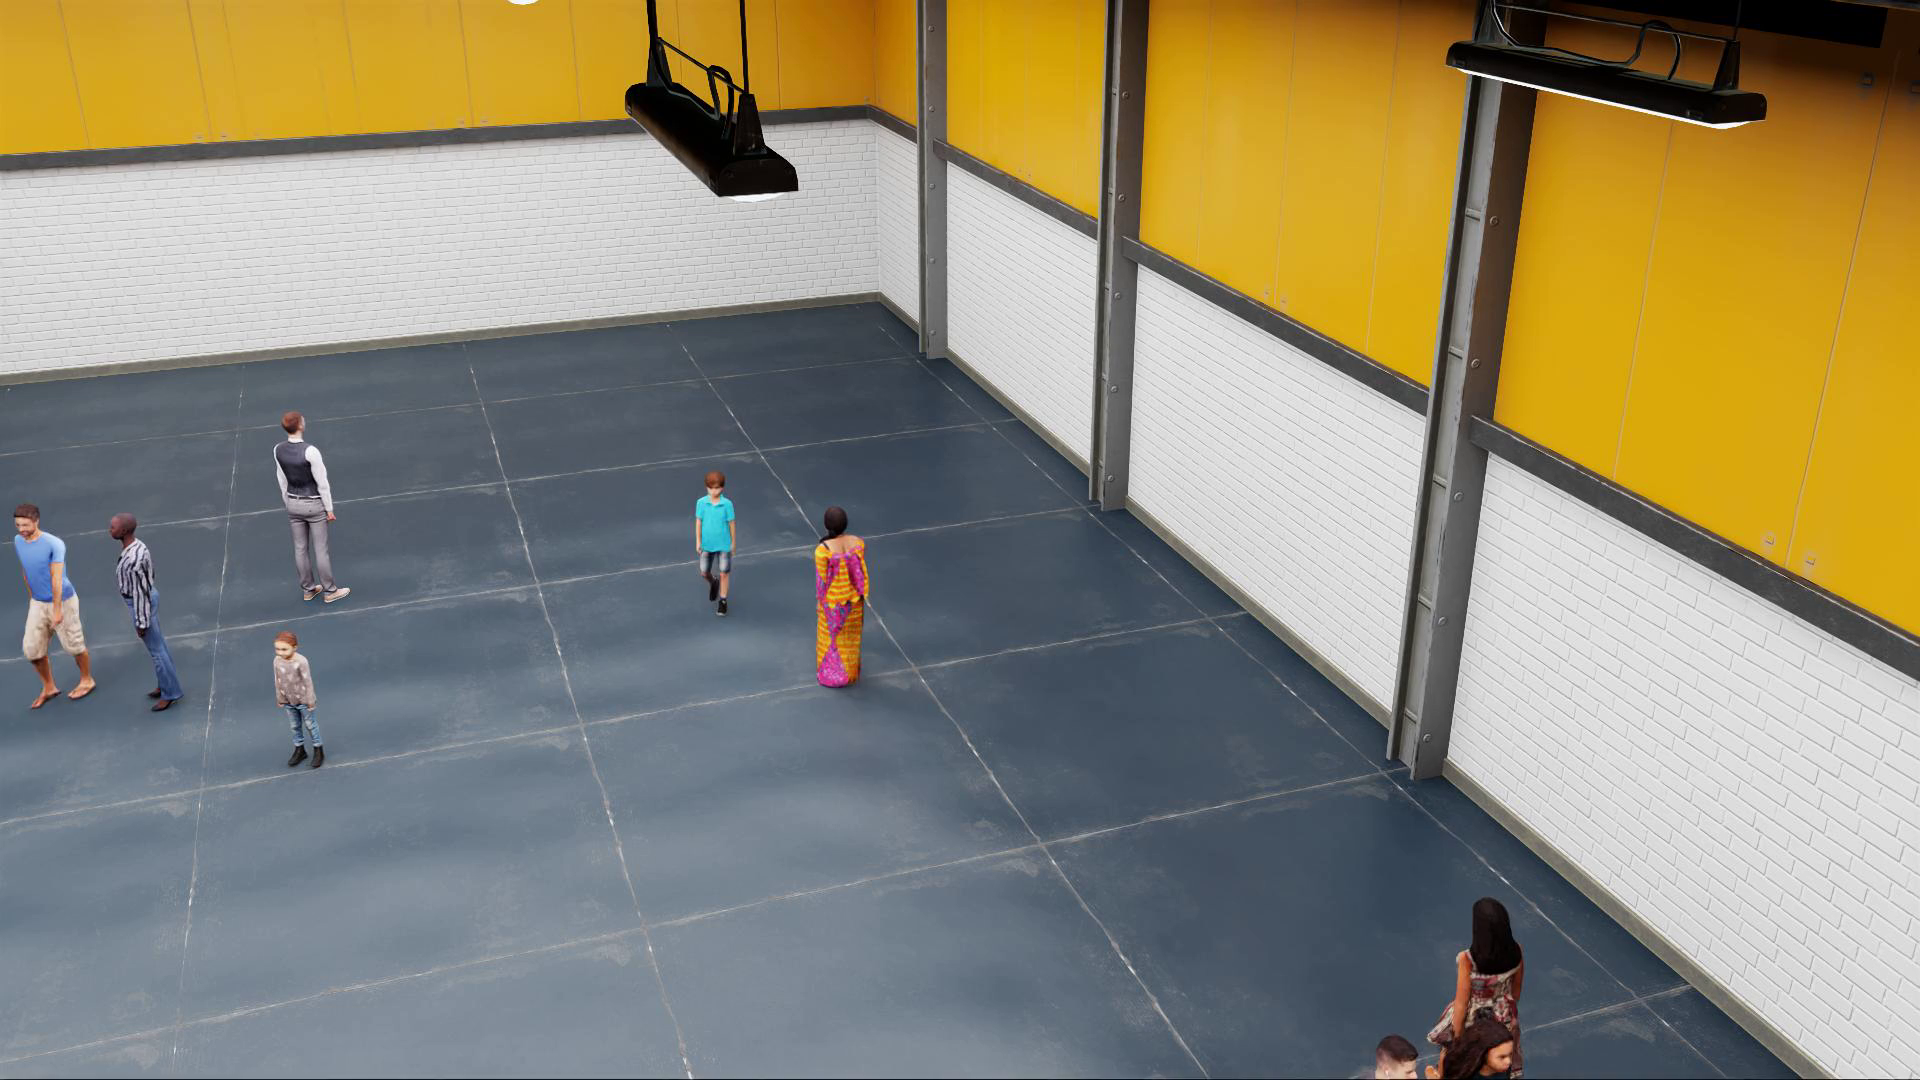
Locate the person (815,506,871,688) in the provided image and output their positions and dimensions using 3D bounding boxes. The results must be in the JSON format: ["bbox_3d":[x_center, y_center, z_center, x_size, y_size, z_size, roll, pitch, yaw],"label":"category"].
[{"bbox_3d":[-1.065,0.466,14.625,0.722,1.688,0.721,-14,27,-29],"label":"person"}]

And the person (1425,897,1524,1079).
[{"bbox_3d":[2.991,2.809,9.385,0.754,1.590,1.217,-4,24,-9],"label":"person"}]

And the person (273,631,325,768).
[{"bbox_3d":[-5.344,1.262,13.422,0.544,1.193,0.573,4,24,9],"label":"person"}]

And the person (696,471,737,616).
[{"bbox_3d":[-2.343,-0.009,16.015,0.666,1.443,0.756,1,24,2],"label":"person"}]

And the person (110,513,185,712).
[{"bbox_3d":[-6.951,0.599,14.187,0.680,1.794,0.483,-10,25,-21],"label":"person"}]

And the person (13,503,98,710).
[{"bbox_3d":[-7.766,0.498,14.363,0.828,1.838,0.918,4,24,10],"label":"person"}]

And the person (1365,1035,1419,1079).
[{"bbox_3d":[2.004,3.168,8.369,0.847,1.747,0.917,-18,29,-35],"label":"person"}]

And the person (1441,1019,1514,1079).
[{"bbox_3d":[2.610,3.122,8.649,0.591,1.606,0.591,-9,25,-20],"label":"person"}]

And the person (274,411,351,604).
[{"bbox_3d":[-6.343,-0.334,16.141,0.746,1.938,0.763,6,24,14],"label":"person"}]
